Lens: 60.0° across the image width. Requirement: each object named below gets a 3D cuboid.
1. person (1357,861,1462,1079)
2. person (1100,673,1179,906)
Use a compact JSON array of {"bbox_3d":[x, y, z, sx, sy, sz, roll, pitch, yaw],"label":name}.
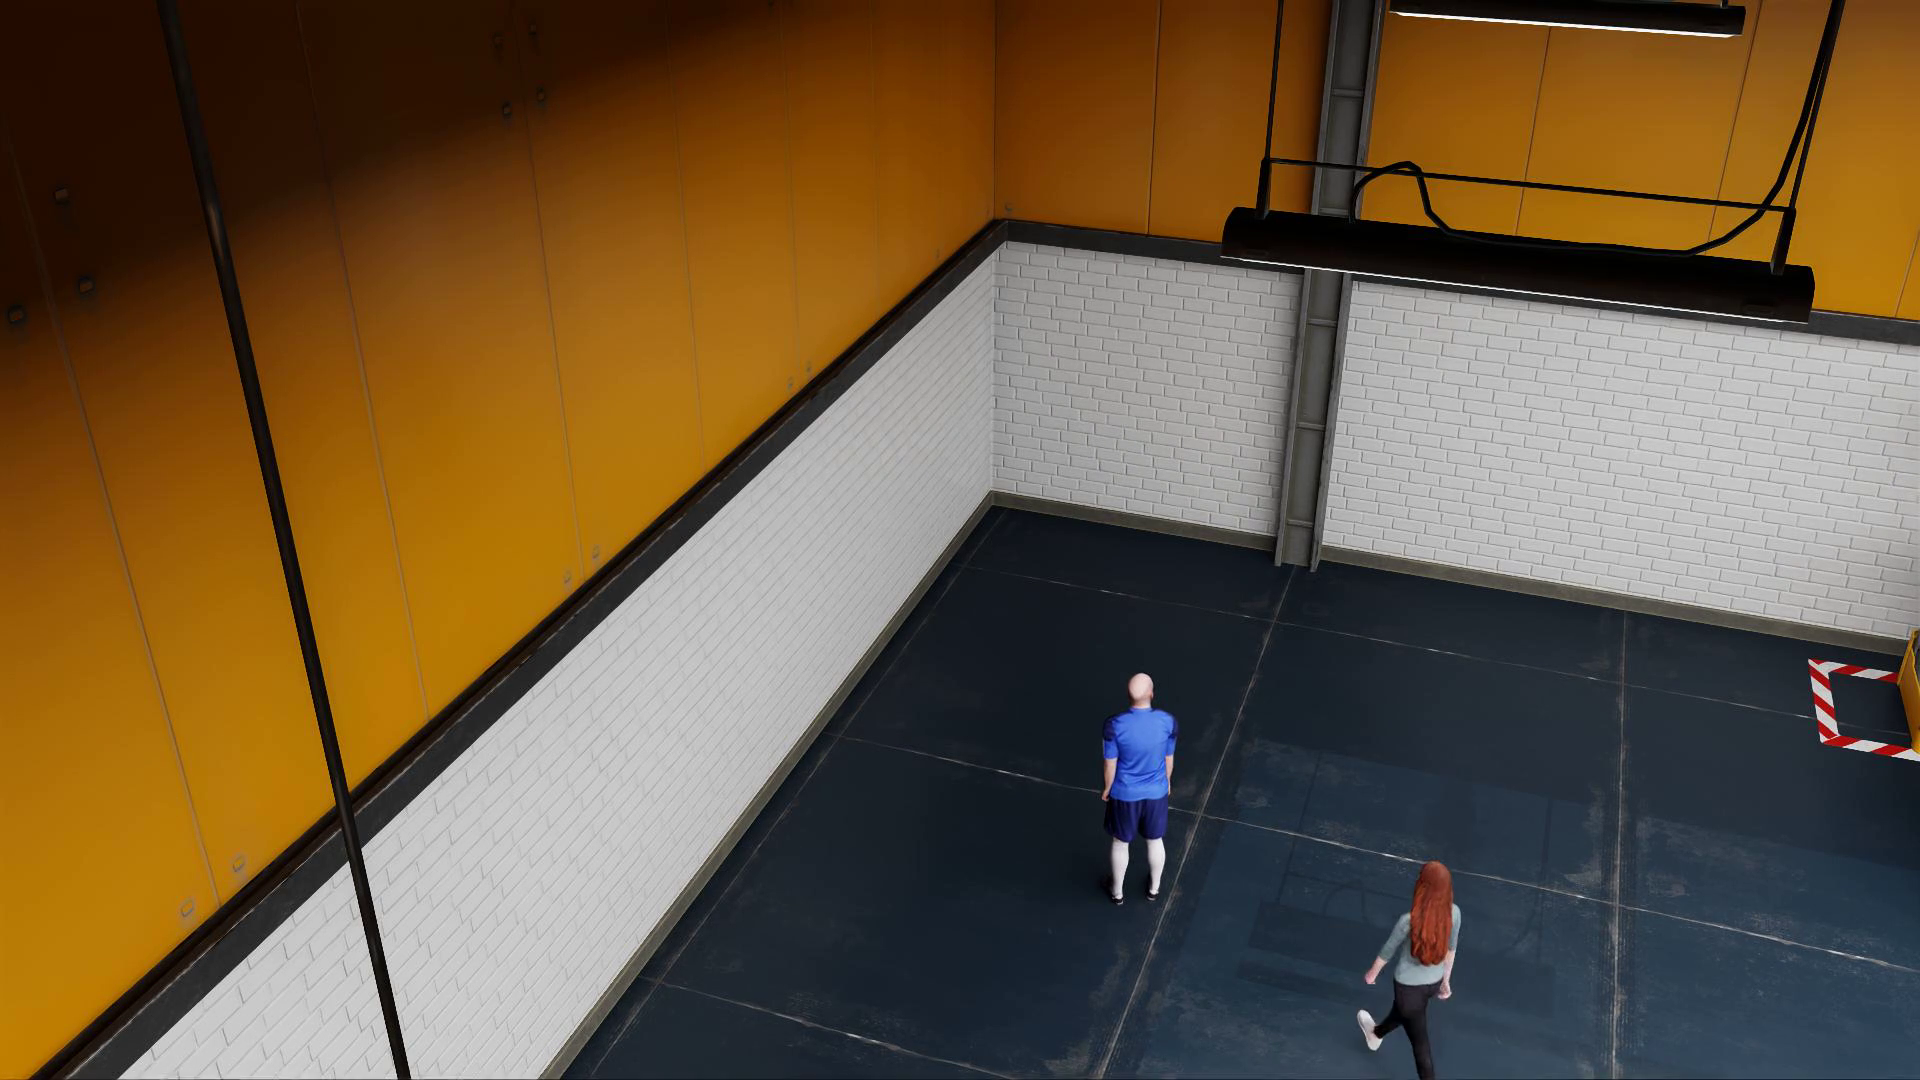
[{"bbox_3d":[2.726,2.702,9.788,1.126,1.689,1.135,-10,30,-18],"label":"person"},{"bbox_3d":[1.221,1.714,11.440,0.676,1.840,0.814,-3,29,-5],"label":"person"}]
